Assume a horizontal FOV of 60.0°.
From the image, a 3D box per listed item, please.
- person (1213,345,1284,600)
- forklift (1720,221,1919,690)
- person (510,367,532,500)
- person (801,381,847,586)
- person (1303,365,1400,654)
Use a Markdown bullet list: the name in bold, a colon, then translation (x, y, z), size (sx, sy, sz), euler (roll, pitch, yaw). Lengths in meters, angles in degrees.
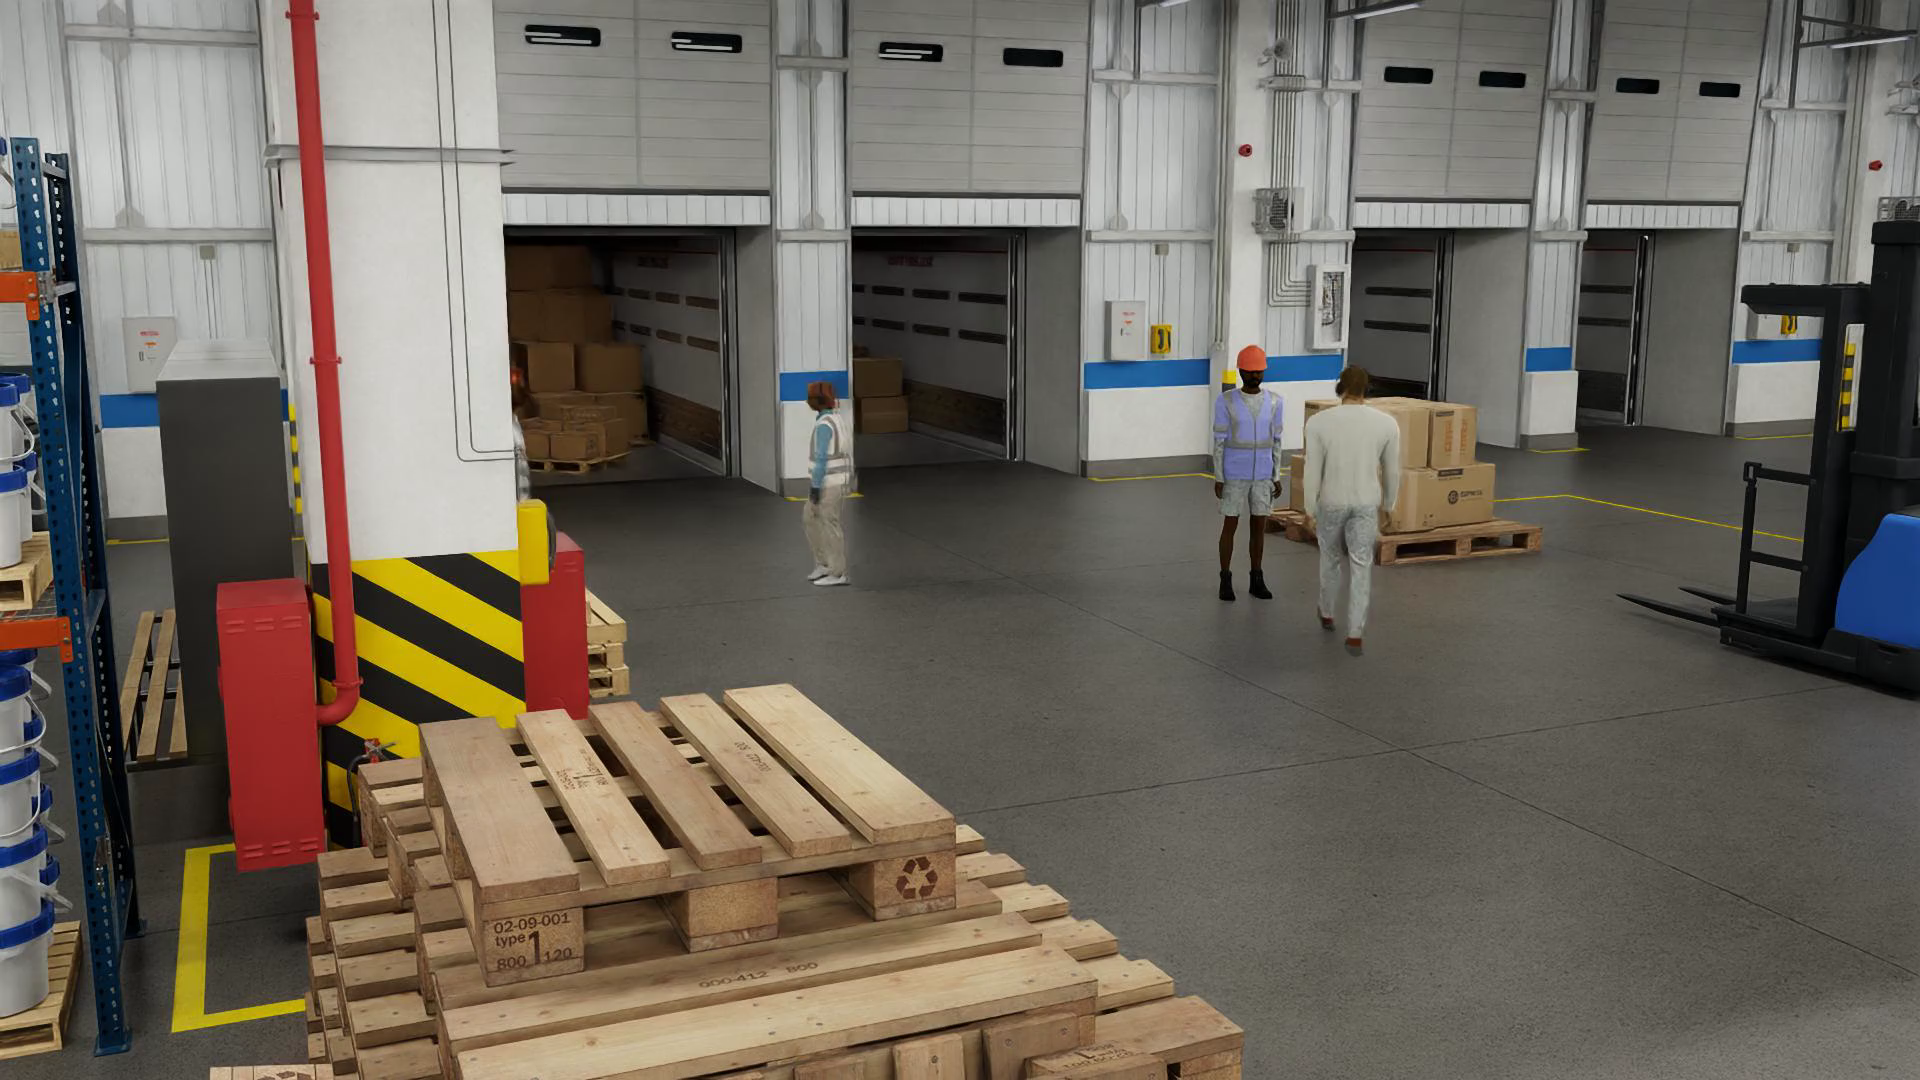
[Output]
- **person**: translation (2.181, -0.504, 12.566), size (0.547, 1.938, 0.359), euler (-2, 10, -10)
- **forklift**: translation (5.949, -0.550, 10.218), size (1.129, 2.768, 1.873), euler (-4, 11, -23)
- **person**: translation (-3.019, -0.240, 11.288), size (0.453, 1.868, 0.611), euler (-1, 10, -6)
- **person**: translation (-1.105, -0.435, 13.029), size (0.457, 1.620, 0.546), euler (0, 10, -2)
- **person**: translation (2.631, -0.233, 11.227), size (0.651, 1.878, 1.032), euler (1, 10, 7)
